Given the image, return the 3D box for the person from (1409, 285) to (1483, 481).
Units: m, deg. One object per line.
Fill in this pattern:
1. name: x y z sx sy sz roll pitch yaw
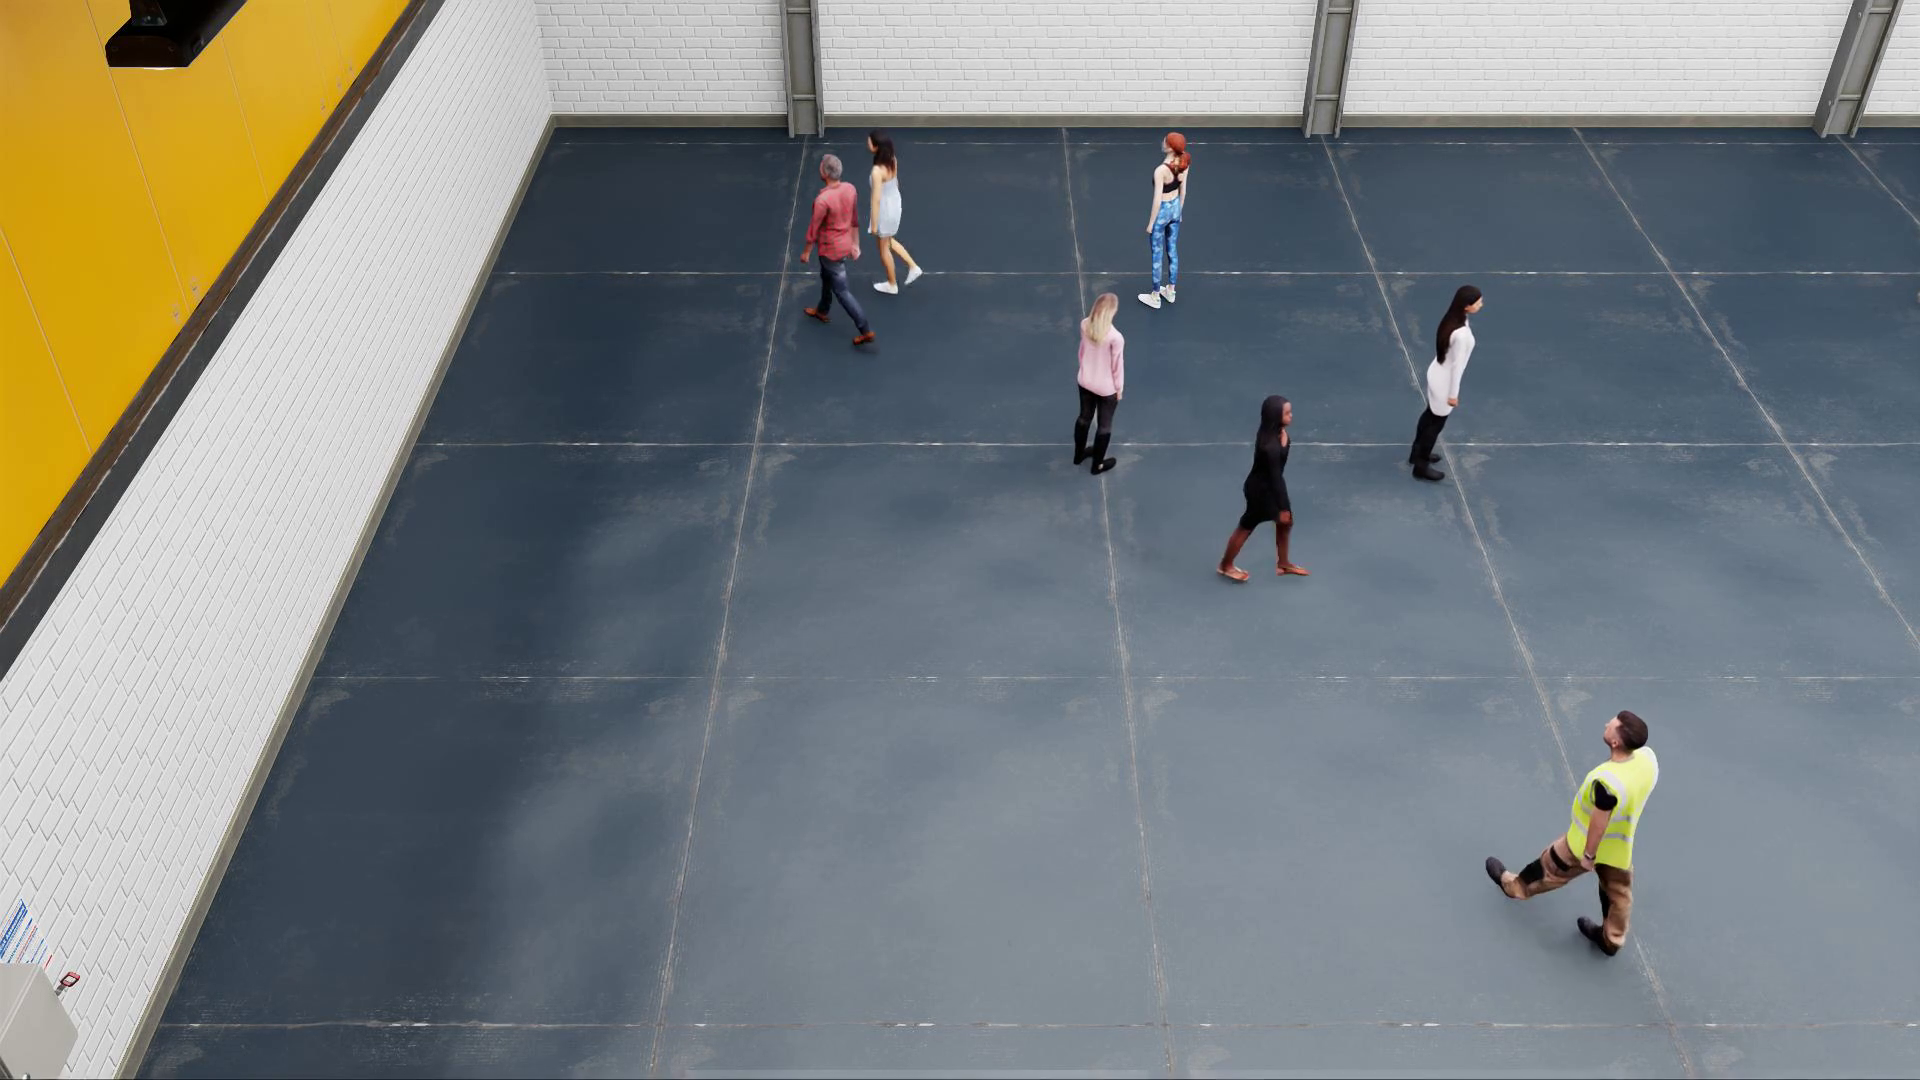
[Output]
1. person: 3.958 -1.310 13.661 0.522 1.804 0.612 2 39 3

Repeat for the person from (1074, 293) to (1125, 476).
1. person: 1.133 -1.294 13.737 0.682 1.684 0.741 32 48 33

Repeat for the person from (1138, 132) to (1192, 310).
1. person: 1.957 -3.056 15.865 0.669 1.782 0.742 -24 44 -27

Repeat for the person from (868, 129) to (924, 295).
1. person: -0.623 -3.119 15.998 0.838 1.714 0.707 10 40 13

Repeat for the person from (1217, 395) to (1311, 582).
1. person: 2.206 -0.361 12.561 1.015 1.693 0.795 12 40 15

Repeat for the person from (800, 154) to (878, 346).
1. person: -1.083 -2.634 15.328 1.323 1.791 1.154 24 44 27

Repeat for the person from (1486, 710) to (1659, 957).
1. person: 3.834 1.790 9.792 1.212 1.788 1.193 -24 45 -27
